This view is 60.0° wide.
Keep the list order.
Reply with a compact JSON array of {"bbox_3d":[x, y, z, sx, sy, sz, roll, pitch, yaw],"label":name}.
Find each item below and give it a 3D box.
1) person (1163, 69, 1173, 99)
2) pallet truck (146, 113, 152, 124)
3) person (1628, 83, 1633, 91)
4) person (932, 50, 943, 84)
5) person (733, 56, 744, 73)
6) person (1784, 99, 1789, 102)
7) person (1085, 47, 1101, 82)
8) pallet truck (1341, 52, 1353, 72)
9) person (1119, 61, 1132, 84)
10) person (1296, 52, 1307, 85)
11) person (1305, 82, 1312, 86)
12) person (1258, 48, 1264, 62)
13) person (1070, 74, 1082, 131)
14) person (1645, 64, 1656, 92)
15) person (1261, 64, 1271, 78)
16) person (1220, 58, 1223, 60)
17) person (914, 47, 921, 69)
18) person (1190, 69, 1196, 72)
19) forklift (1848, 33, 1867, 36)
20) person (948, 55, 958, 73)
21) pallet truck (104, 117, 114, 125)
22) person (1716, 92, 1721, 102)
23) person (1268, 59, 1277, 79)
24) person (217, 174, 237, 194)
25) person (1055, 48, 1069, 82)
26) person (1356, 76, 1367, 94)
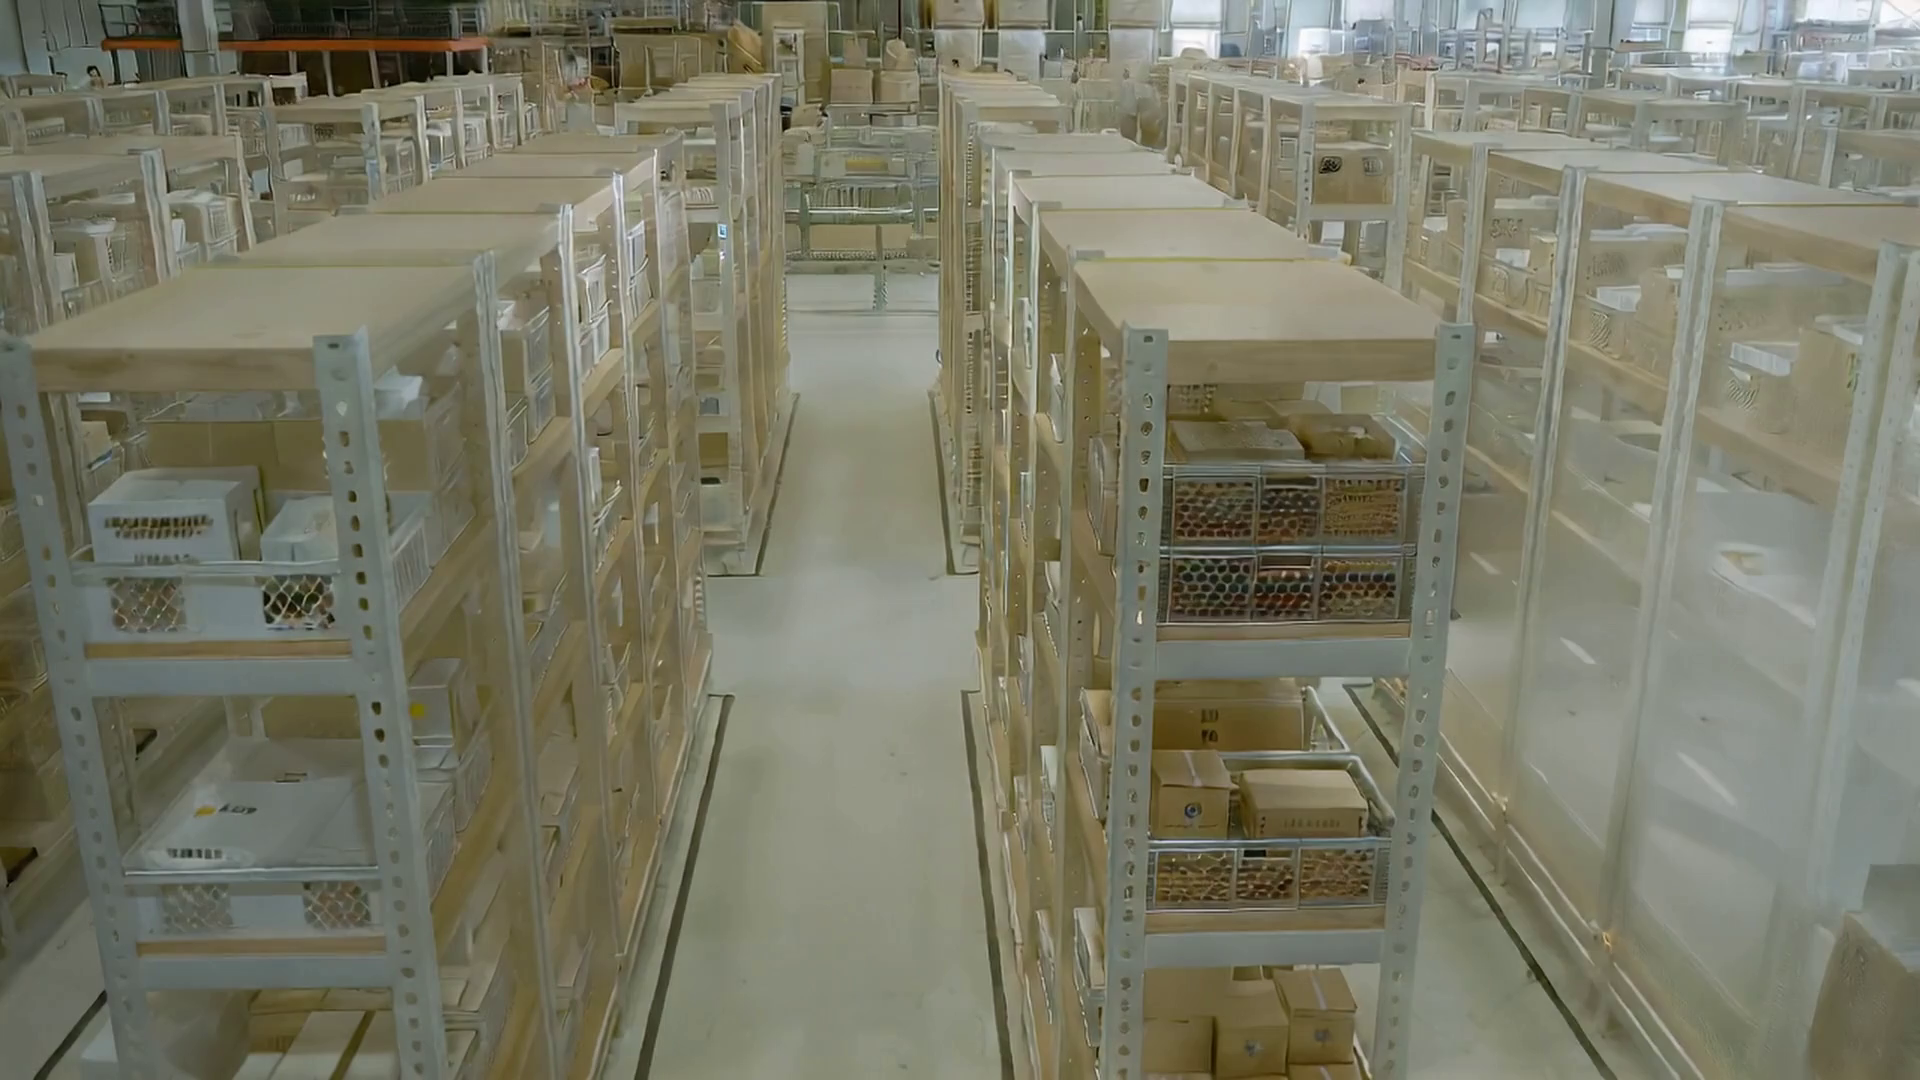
[{"bbox_3d":[7.864,-16.924,63.231,0.762,1.896,0.569,16,24,41],"label":"person"},{"bbox_3d":[-18.087,-8.309,36.390,1.885,1.965,0.823,-1,18,-4],"label":"pallet truck"},{"bbox_3d":[22.971,-15.180,57.582,0.710,2.000,0.938,16,24,40],"label":"person"},{"bbox_3d":[-1.252,-25.988,91.348,0.634,1.841,0.429,-8,19,-22],"label":"person"},{"bbox_3d":[-10.606,-22.291,79.833,0.572,1.887,0.356,-1,18,-2],"label":"person"},{"bbox_3d":[22.346,-11.088,45.275,0.598,1.817,0.429,-3,18,-9],"label":"person"},{"bbox_3d":[7.465,-26.623,93.170,0.984,1.934,0.601,3,18,10],"label":"person"},{"bbox_3d":[18.794,-23.123,82.231,0.823,1.965,1.885,-13,22,-35],"label":"pallet truck"},{"bbox_3d":[7.477,-20.676,74.991,0.983,1.789,0.534,-8,20,-24],"label":"person"},{"bbox_3d":[17.064,-23.381,83.122,0.370,1.940,0.627,-16,24,-41],"label":"person"},{"bbox_3d":[11.894,-14.862,57.159,0.320,1.693,0.534,6,19,18],"label":"person"},{"bbox_3d":[16.336,-25.727,90.377,0.347,1.943,0.544,0,18,-1],"label":"person"},{"bbox_3d":[3.997,-15.187,57.723,0.362,1.963,0.614,-8,20,-24],"label":"person"},{"bbox_3d":[30.787,-20.413,74.048,0.574,1.876,0.355,-6,19,-19],"label":"person"},{"bbox_3d":[12.492,-18.555,68.233,0.391,1.914,0.587,-9,20,-26],"label":"person"},{"bbox_3d":[12.032,-21.334,76.945,0.627,1.844,0.429,-4,18,-13],"label":"person"},{"bbox_3d":[-2.512,-26.902,94.035,0.628,1.938,0.401,7,19,21],"label":"person"},{"bbox_3d":[9.095,-17.566,65.322,0.982,1.812,0.517,-6,19,-18],"label":"person"},{"bbox_3d":[46.106,-24.701,85.701,1.129,2.768,1.873,-1,18,-2],"label":"forklift"},{"bbox_3d":[-0.371,-24.395,86.646,0.496,1.701,0.869,-4,18,-13],"label":"person"},{"bbox_3d":[-18.367,-7.885,35.078,1.885,1.965,0.823,1,18,2],"label":"pallet truck"},{"bbox_3d":[24.934,-14.029,54.190,0.618,1.949,1.016,7,19,21],"label":"person"},{"bbox_3d":[15.113,-22.397,80.483,0.534,1.692,0.321,-15,23,-39],"label":"person"},{"bbox_3d":[-16.037,-8.248,36.346,0.403,1.906,0.651,12,22,34],"label":"person"},{"bbox_3d":[5.682,-26.603,93.160,0.817,1.901,0.593,13,22,35],"label":"person"},{"bbox_3d":[13.940,-15.189,57.877,1.012,1.885,0.563,-3,18,-9],"label":"person"}]
